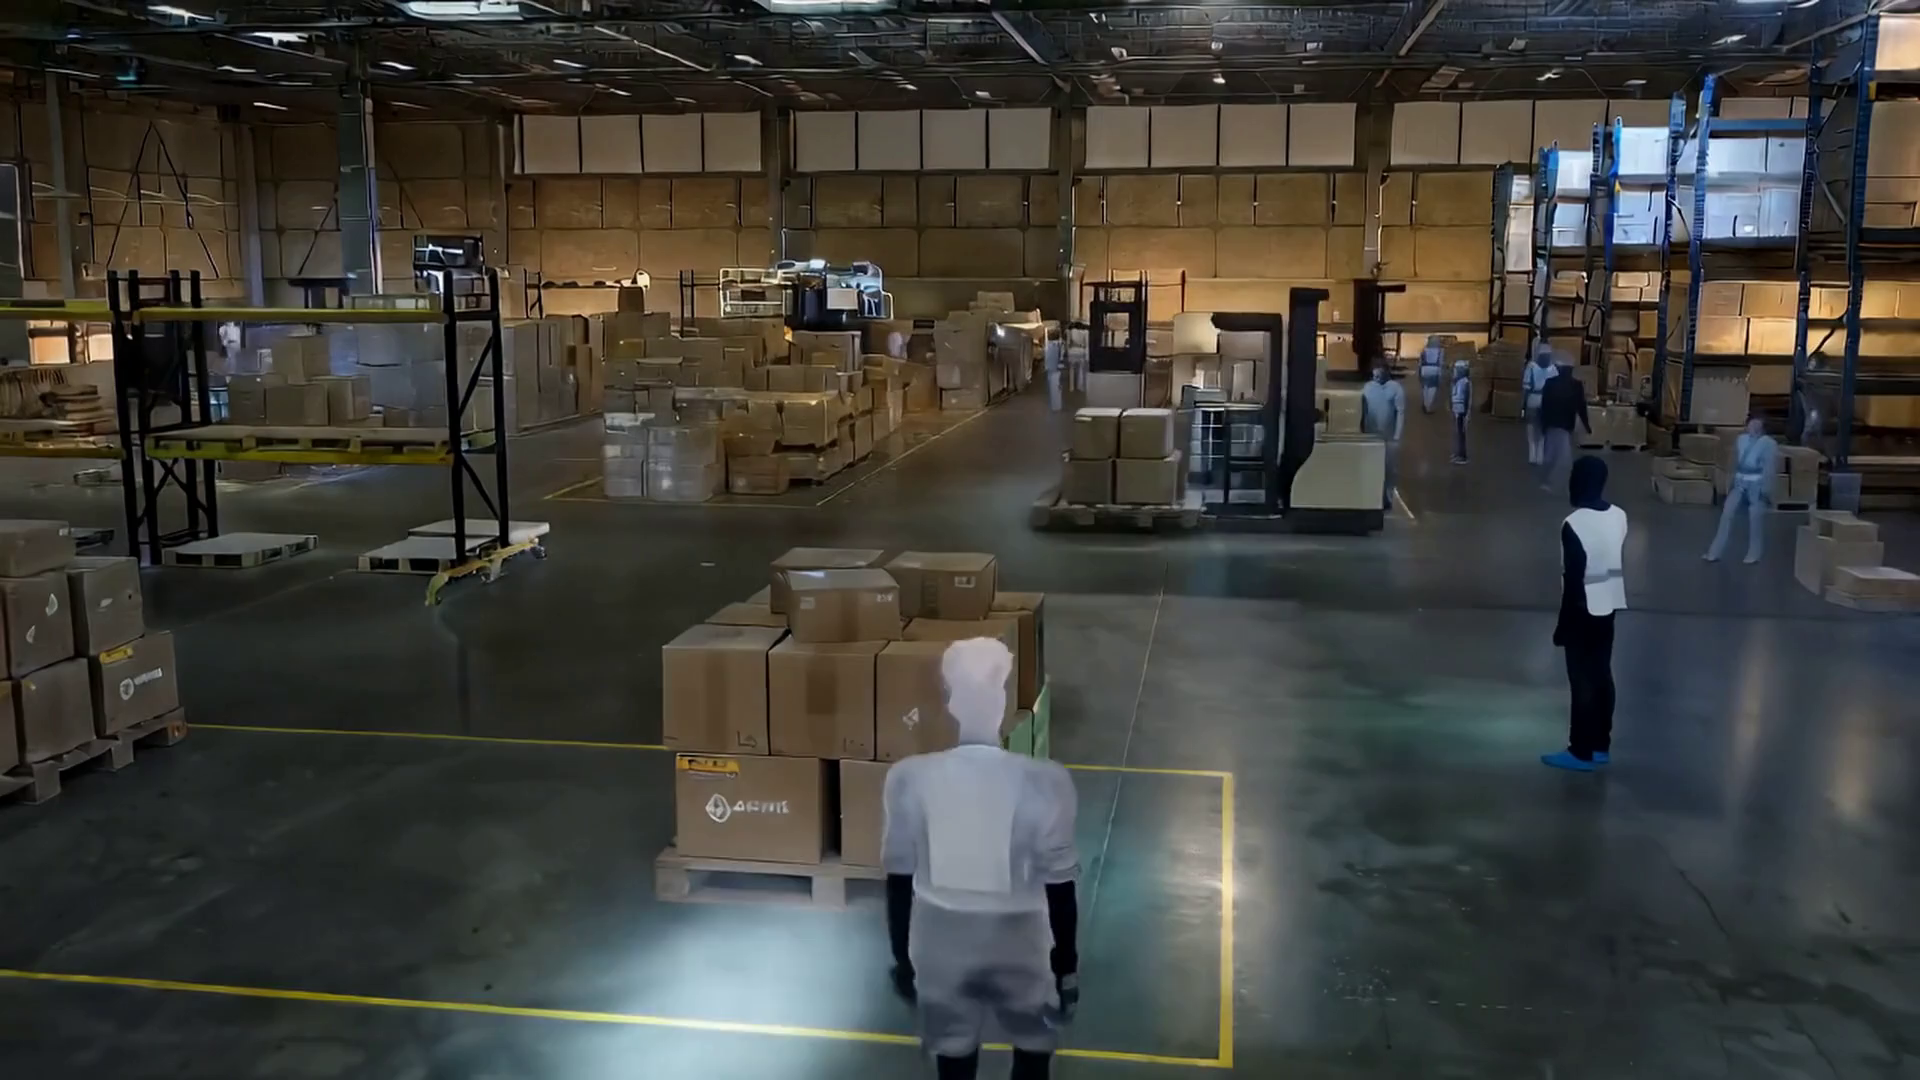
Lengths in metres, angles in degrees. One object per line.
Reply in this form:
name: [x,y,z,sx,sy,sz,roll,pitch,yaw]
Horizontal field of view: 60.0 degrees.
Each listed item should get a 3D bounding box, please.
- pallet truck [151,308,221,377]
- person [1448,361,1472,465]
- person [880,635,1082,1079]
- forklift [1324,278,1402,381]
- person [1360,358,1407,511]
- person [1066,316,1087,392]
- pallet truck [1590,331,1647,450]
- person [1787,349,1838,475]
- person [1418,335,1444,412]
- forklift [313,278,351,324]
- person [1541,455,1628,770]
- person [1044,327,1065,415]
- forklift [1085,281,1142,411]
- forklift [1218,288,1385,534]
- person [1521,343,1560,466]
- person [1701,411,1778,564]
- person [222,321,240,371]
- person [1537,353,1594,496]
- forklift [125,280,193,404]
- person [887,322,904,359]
pallet truck: [-21.869,-5.598,47.154,0.823,1.965,1.885,4,10,26]
person: [7.836,-1.982,25.987,0.314,1.630,0.528,-1,9,-3]
person: [0.067,1.247,5.087,0.627,1.946,0.423,2,9,14]
forklift: [10.968,-5.723,45.213,1.873,2.768,1.129,6,11,35]
person: [5.317,-1.330,21.027,0.371,1.935,0.627,-8,12,-40]
person: [2.928,-4.654,41.636,0.549,1.909,0.879,-1,9,-7]
pallet truck: [11.253,-2.573,28.499,0.823,1.965,1.885,5,10,27]
person: [12.583,-1.856,24.446,1.032,1.894,0.636,-2,9,-12]
person: [10.036,-3.529,35.391,0.534,1.671,0.736,1,9,6]
forklift: [-16.050,-5.309,42.656,1.129,2.768,1.873,3,10,16]
person: [3.832,0.443,10.139,0.590,1.920,0.399,-8,12,-40]
person: [1.983,-3.561,35.073,0.429,1.842,0.635,3,10,18]
forklift: [3.012,-3.597,32.096,1.129,2.768,1.873,1,9,9]
forklift: [3.993,-1.538,19.399,1.873,2.768,1.129,1,9,9]
person: [9.083,-2.137,26.061,0.551,1.915,0.835,3,10,18]
person: [8.041,-0.515,17.040,0.770,1.600,0.527,-7,12,-37]
person: [-19.567,-5.162,44.731,0.438,1.909,0.609,3,10,19]
person: [8.072,-1.513,22.121,0.607,1.933,1.034,-5,10,-26]
forklift: [-18.397,-4.544,37.940,1.129,2.768,1.873,-1,9,-8]
person: [-1.745,-5.079,44.988,0.608,1.649,0.555,-4,10,-25]
